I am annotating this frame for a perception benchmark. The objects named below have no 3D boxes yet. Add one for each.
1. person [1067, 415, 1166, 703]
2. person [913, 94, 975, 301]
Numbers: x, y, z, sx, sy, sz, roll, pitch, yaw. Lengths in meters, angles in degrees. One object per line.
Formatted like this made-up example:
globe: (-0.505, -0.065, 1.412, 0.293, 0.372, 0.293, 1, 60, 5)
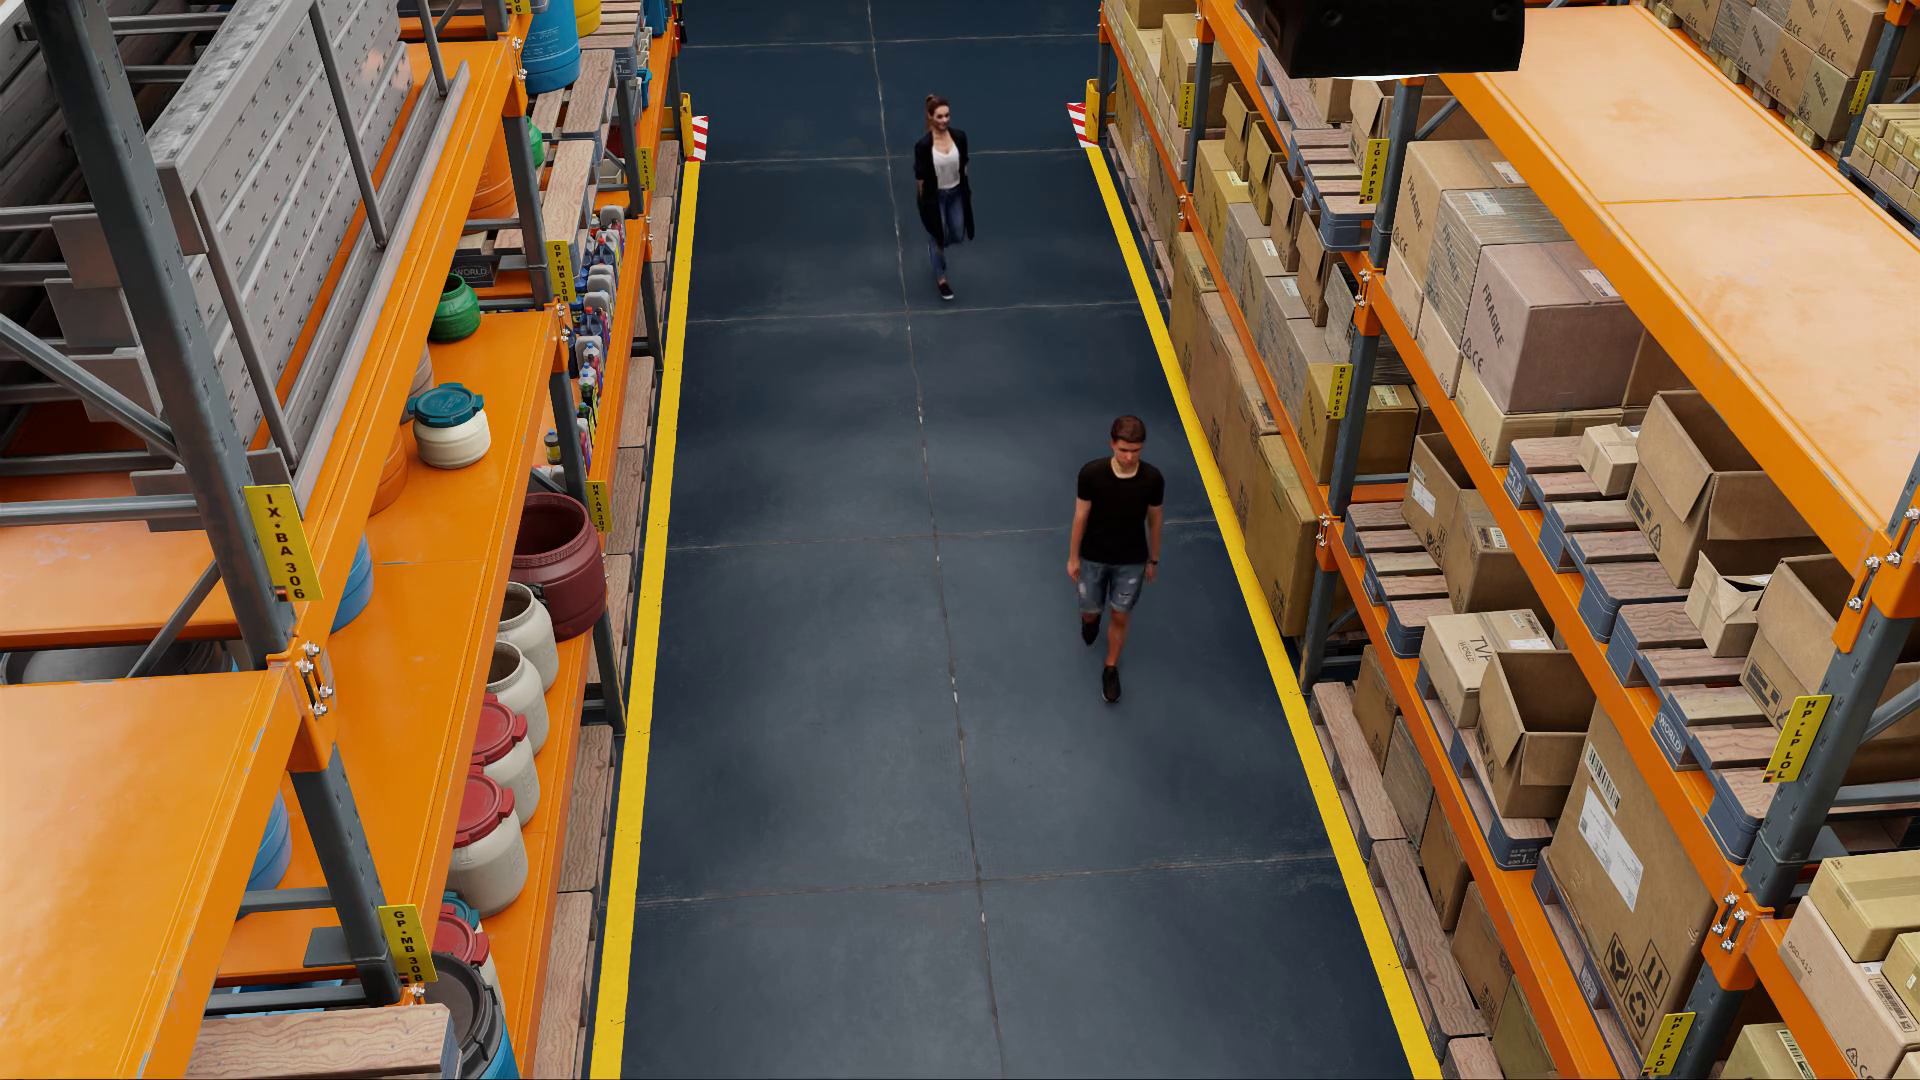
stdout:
person: (0.866, 0.032, 9.455, 0.751, 1.838, 0.945, 2, 37, 3)
person: (-0.170, -2.762, 13.263, 0.763, 1.677, 0.855, -14, 39, -18)
